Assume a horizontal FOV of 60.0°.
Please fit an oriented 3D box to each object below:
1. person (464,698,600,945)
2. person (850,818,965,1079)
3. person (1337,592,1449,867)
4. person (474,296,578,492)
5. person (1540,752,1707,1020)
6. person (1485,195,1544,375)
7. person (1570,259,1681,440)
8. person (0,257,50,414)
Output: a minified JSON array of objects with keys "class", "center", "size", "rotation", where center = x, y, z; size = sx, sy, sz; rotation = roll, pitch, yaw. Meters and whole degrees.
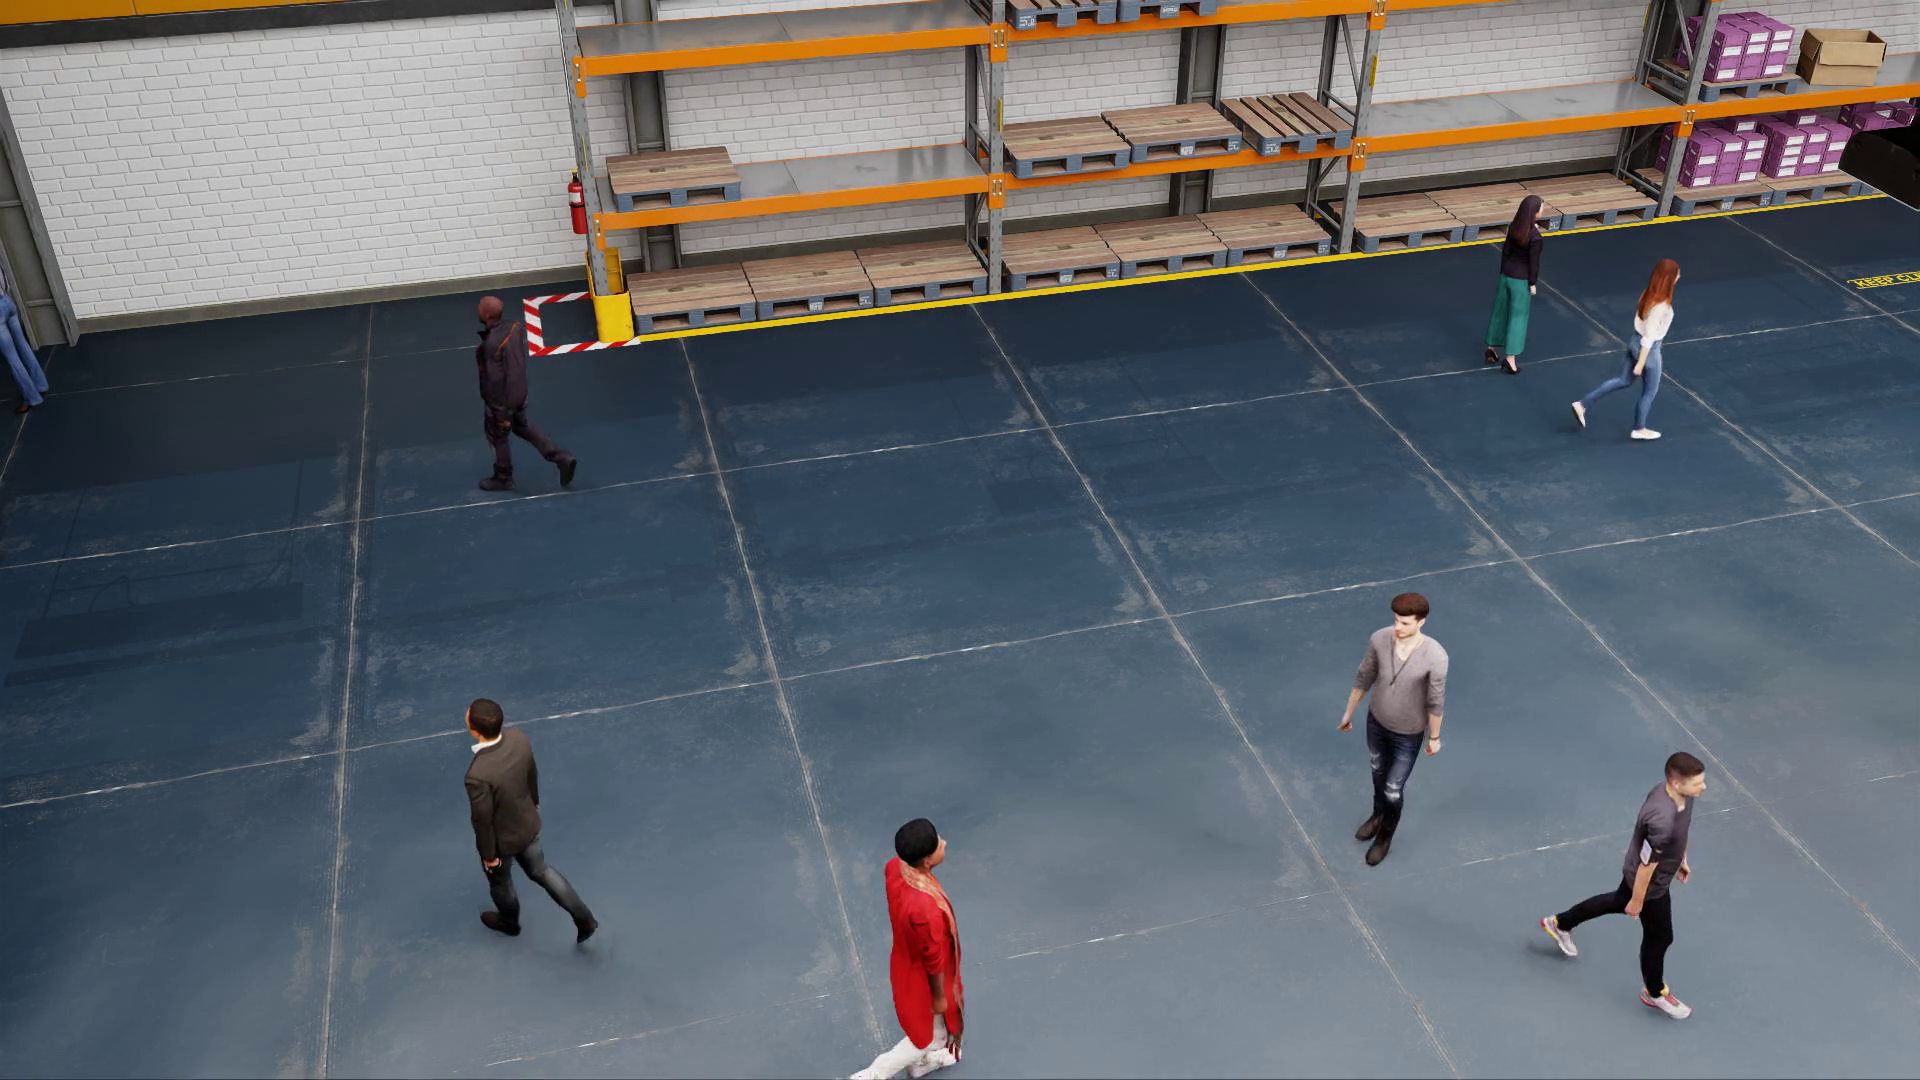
[{"class":"person","center":[-2.483,1.648,9.437],"size":[1.178,1.781,1.088],"rotation":[15,36,21]},{"class":"person","center":[-0.287,2.206,8.517],"size":[0.952,1.870,0.749],"rotation":[-13,36,-19]},{"class":"person","center":[2.725,1.079,10.193],"size":[0.878,1.891,0.896],"rotation":[29,43,36]},{"class":"person","center":[-3.634,-1.175,13.662],"size":[1.227,1.806,1.041],"rotation":[7,34,11]},{"class":"person","center":[3.736,1.826,9.211],"size":[1.180,1.735,1.142],"rotation":[19,38,26]},{"class":"person","center":[5.209,-2.397,15.561],"size":[0.570,1.738,0.662],"rotation":[-14,36,-20]},{"class":"person","center":[5.848,-1.649,14.464],"size":[1.097,1.707,0.781],"rotation":[2,34,2]},{"class":"person","center":[-8.594,-1.989,14.897],"size":[0.624,1.794,0.682],"rotation":[-1,34,-2]}]
